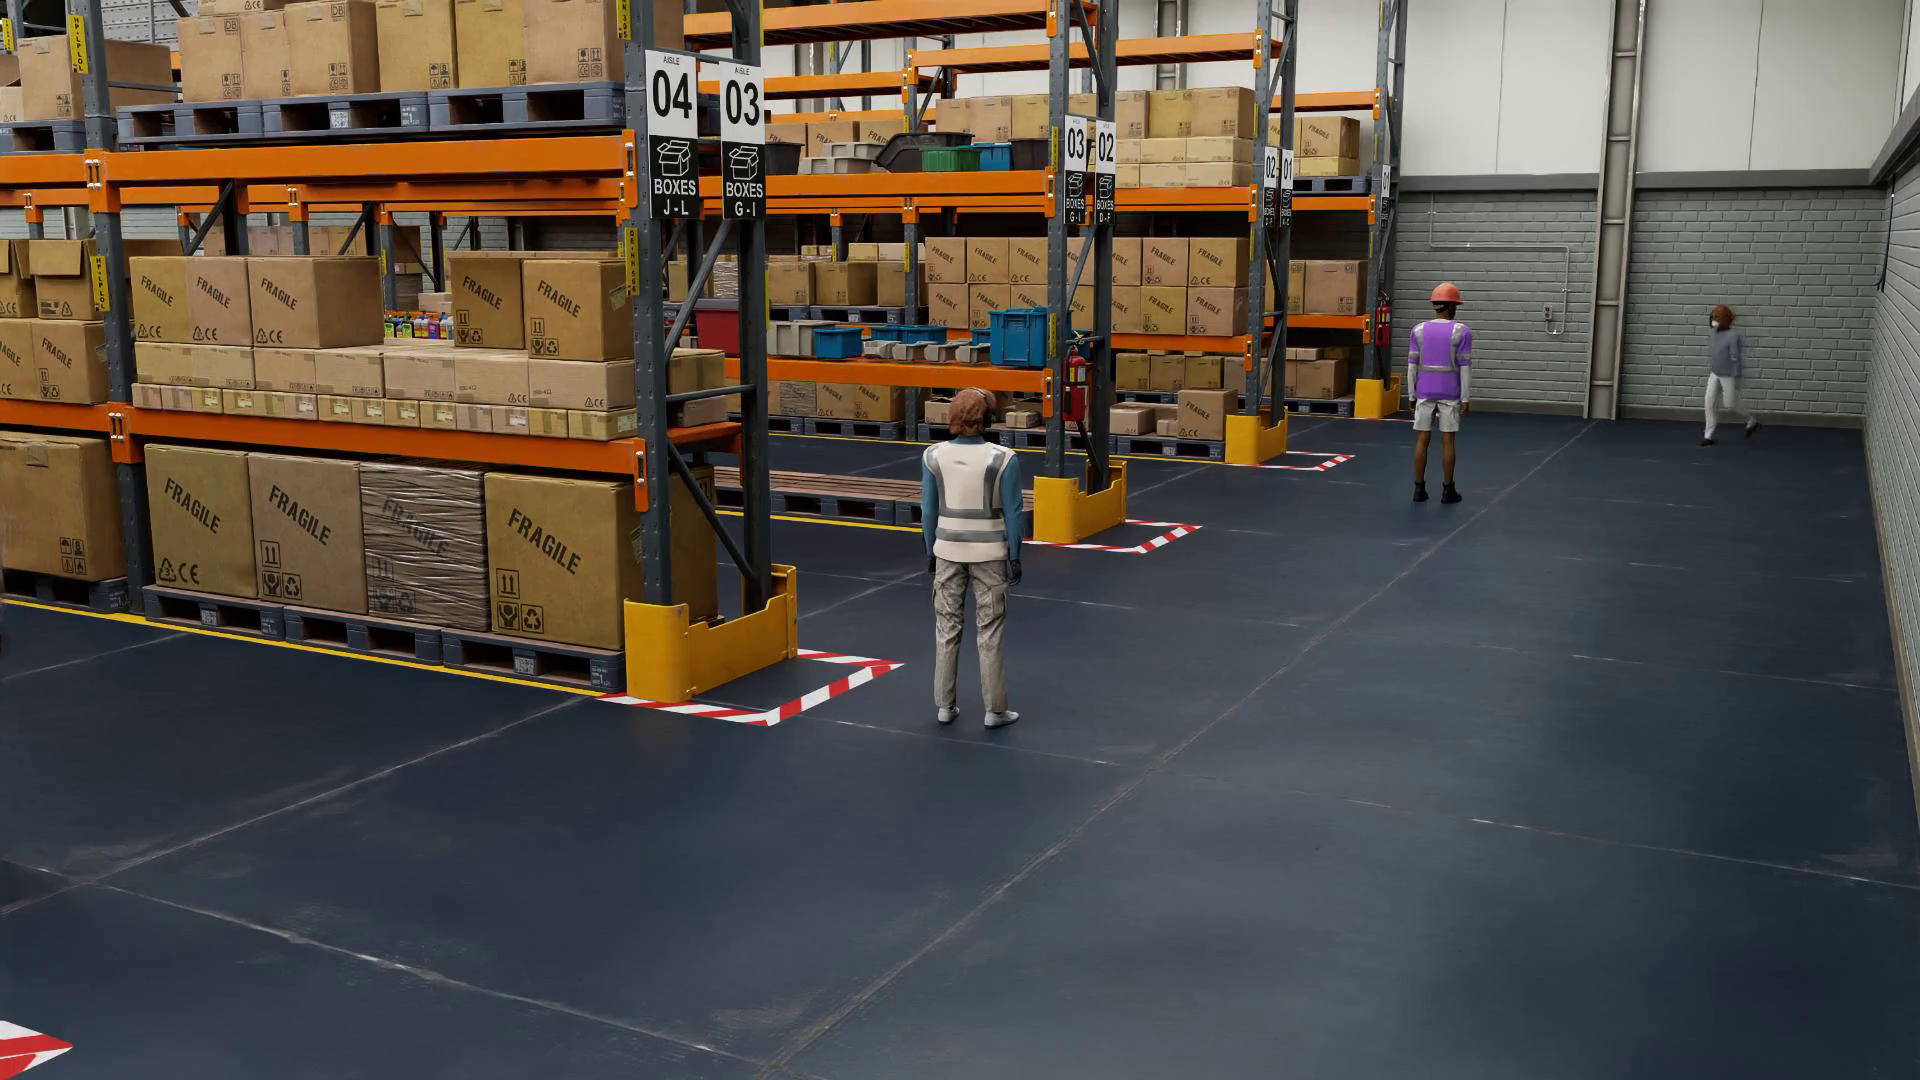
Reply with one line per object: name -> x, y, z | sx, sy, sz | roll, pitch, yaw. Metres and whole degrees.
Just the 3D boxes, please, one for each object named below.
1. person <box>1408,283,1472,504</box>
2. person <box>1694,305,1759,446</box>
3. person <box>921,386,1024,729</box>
person -> 4.224, -1.284, 14.663 | 0.551, 1.939, 0.405 | 6, 12, 31
person -> 8.629, -1.837, 18.603 | 0.696, 1.598, 0.509 | -3, 11, -18
person -> 0.058, 0.092, 7.939 | 0.516, 1.641, 0.308 | 4, 11, 20
